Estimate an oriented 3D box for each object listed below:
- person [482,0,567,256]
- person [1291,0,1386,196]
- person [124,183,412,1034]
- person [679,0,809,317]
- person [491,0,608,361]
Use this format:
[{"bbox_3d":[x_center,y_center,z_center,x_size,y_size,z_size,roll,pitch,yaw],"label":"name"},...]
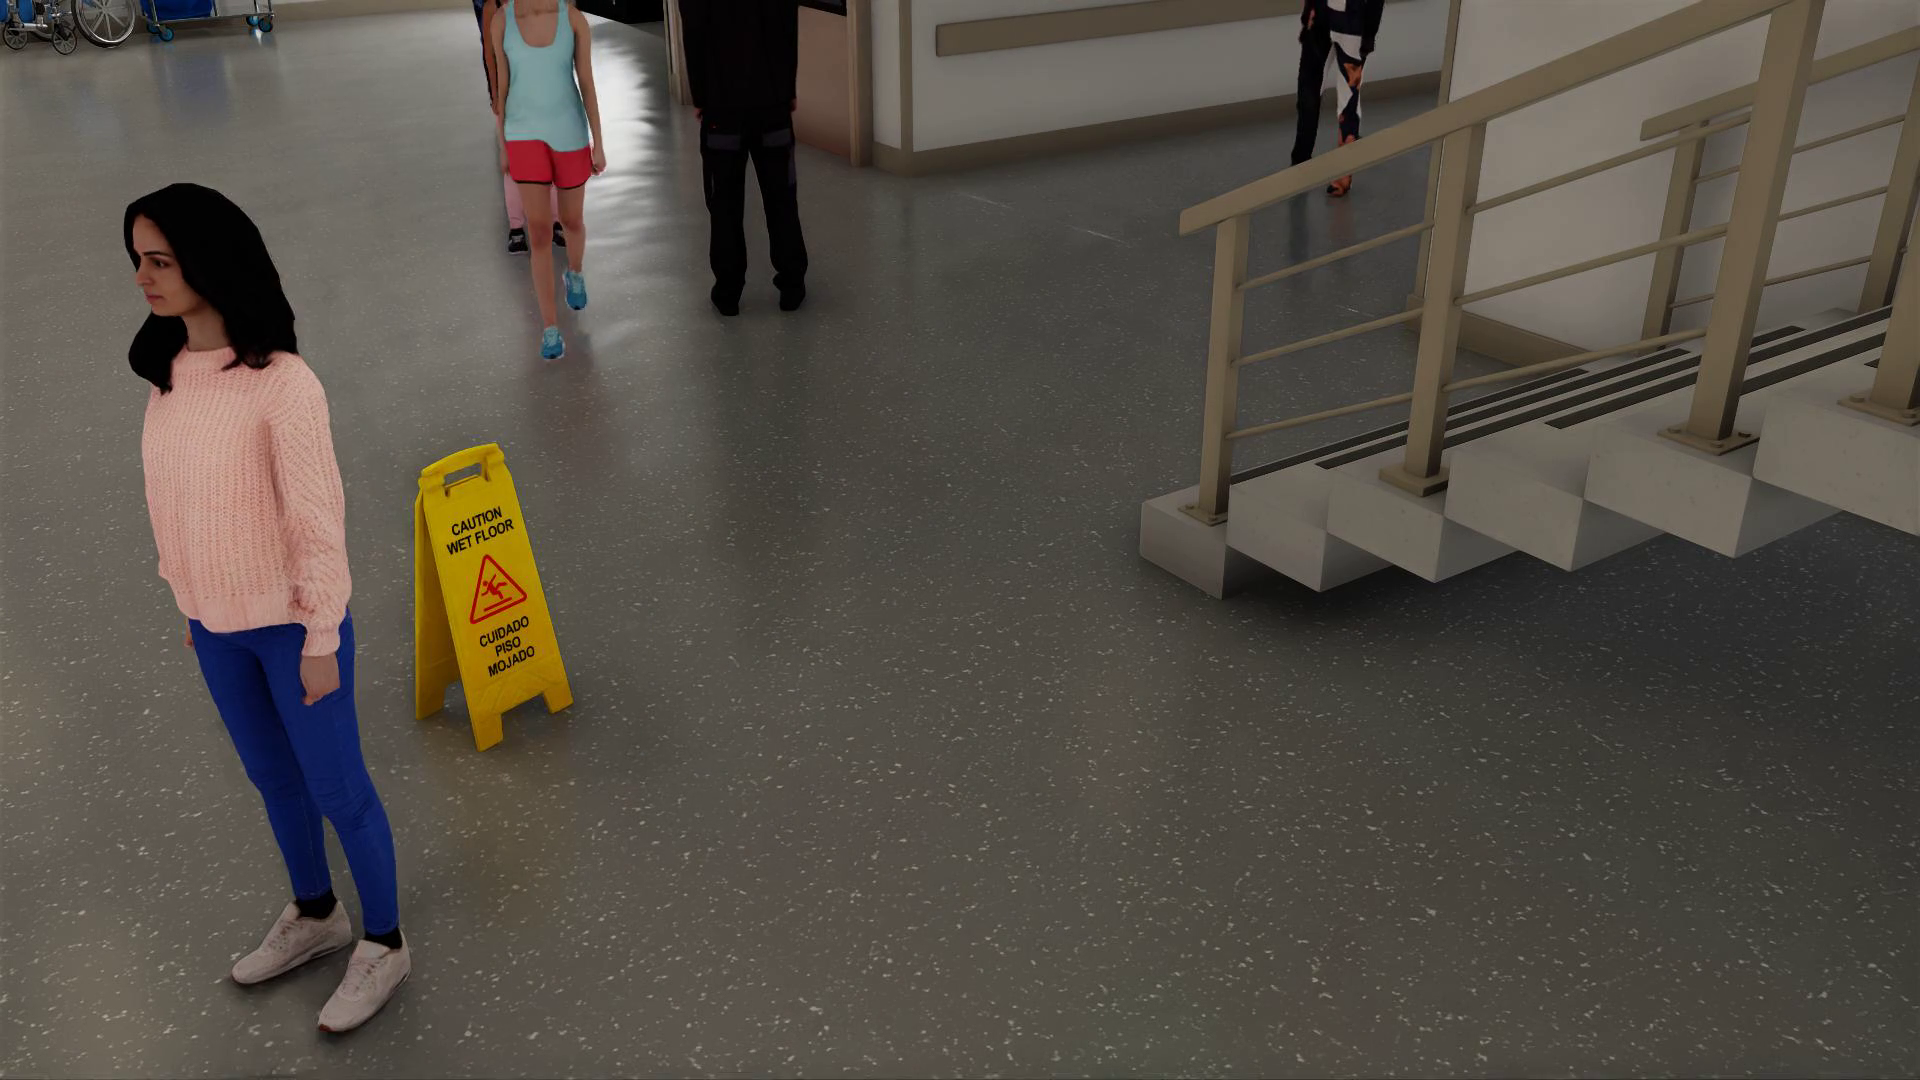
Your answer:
[{"bbox_3d":[-2.248,-2.277,8.602,0.551,1.564,0.534,-13,29,-25],"label":"person"},{"bbox_3d":[2.251,-2.999,9.731,0.634,1.884,0.824,22,34,38],"label":"person"},{"bbox_3d":[-1.359,0.167,3.297,0.626,1.769,0.778,15,30,28],"label":"person"},{"bbox_3d":[-0.978,-1.991,7.605,0.771,1.915,0.746,-5,26,-10],"label":"person"},{"bbox_3d":[-1.778,-1.720,7.269,0.944,1.718,1.277,-5,26,-10],"label":"person"}]
